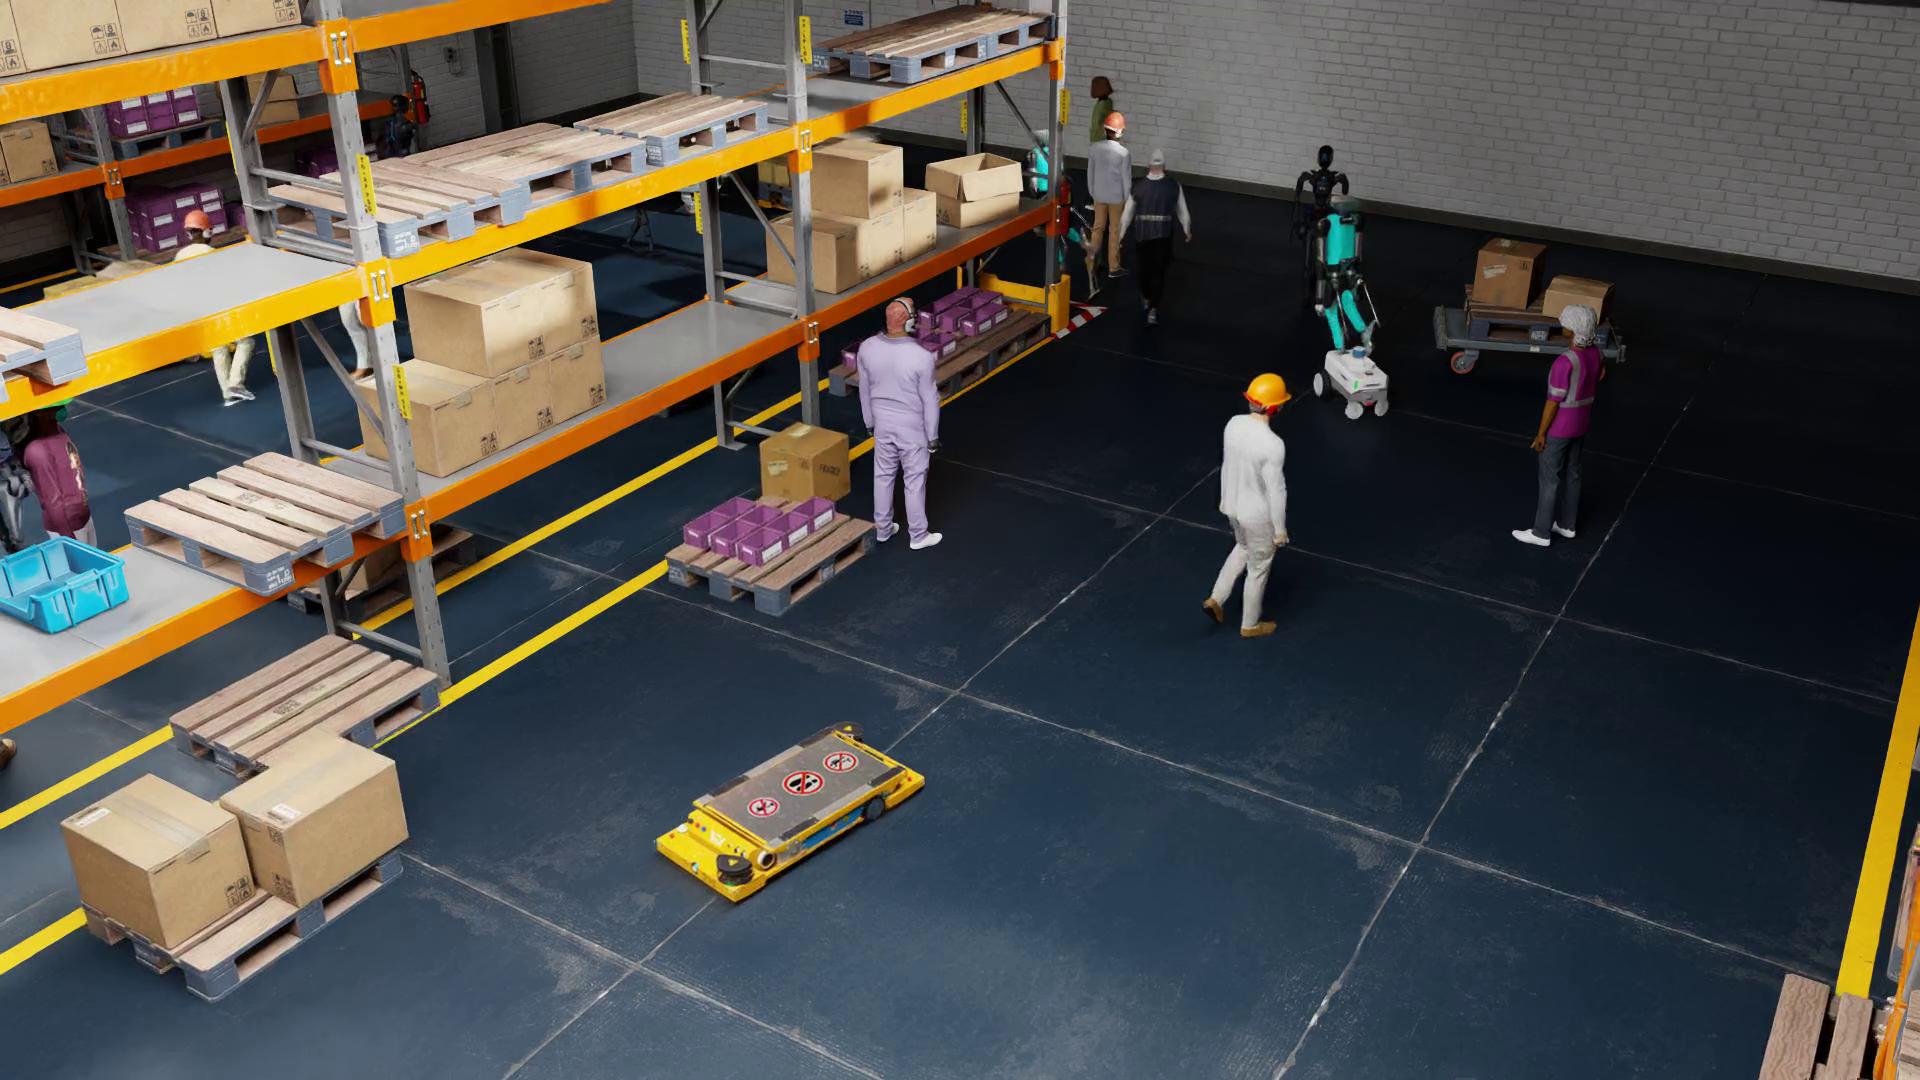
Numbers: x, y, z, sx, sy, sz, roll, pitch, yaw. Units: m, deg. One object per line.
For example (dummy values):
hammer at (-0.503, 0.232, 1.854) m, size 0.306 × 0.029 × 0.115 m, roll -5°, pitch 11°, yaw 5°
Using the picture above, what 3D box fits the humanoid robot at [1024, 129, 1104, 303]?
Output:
humanoid robot at (1.138, -3.266, 17.016) m, size 1.007 × 1.754 × 0.542 m, roll 21°, pitch 34°, yaw 35°

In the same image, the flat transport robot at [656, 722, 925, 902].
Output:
flat transport robot at (-0.924, 1.483, 9.275) m, size 0.659 × 0.231 × 1.431 m, roll 23°, pitch 35°, yaw 37°

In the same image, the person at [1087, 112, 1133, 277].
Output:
person at (1.624, -3.706, 17.860) m, size 0.571 × 1.748 × 0.334 m, roll 23°, pitch 35°, yaw 38°

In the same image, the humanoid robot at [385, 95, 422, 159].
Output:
humanoid robot at (-6.432, -4.311, 19.210) m, size 0.612 × 1.644 × 0.782 m, roll 16°, pitch 31°, yaw 28°

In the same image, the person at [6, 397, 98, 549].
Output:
person at (-5.679, -0.123, 10.582) m, size 0.420 × 1.950 × 0.498 m, roll -7°, pitch 28°, yaw -14°

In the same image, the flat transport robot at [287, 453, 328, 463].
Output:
flat transport robot at (-5.010, -0.308, 12.805) m, size 0.659 × 0.231 × 1.431 m, roll -2°, pitch 27°, yaw -4°

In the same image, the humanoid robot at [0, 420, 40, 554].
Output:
humanoid robot at (-6.666, -0.421, 11.481) m, size 0.623 × 1.633 × 0.397 m, roll -2°, pitch 27°, yaw -5°

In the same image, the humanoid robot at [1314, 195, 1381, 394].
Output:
humanoid robot at (3.475, -2.102, 14.771) m, size 0.564 × 1.830 × 0.741 m, roll -15°, pitch 31°, yaw -27°

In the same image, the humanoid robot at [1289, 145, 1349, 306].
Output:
humanoid robot at (3.708, -3.279, 17.163) m, size 0.596 × 1.647 × 0.745 m, roll 4°, pitch 27°, yaw 9°

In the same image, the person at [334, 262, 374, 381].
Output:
person at (-5.404, -2.321, 14.964) m, size 0.665 × 1.928 × 0.371 m, roll 18°, pitch 32°, yaw 31°

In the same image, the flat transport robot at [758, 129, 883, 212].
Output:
flat transport robot at (-1.717, -4.110, 20.296) m, size 1.431 × 0.231 × 0.659 m, roll 20°, pitch 33°, yaw 34°

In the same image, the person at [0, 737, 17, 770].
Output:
person at (-5.859, 0.526, 9.427) m, size 0.632 × 1.839 × 0.429 m, roll -8°, pitch 28°, yaw -15°

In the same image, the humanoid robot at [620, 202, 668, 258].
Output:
humanoid robot at (-3.590, -4.004, 18.575) m, size 0.580 × 1.639 × 0.612 m, roll 1°, pitch 27°, yaw 2°

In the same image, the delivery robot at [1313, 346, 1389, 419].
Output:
delivery robot at (3.493, -1.424, 14.672) m, size 0.518 × 0.580 × 0.744 m, roll -5°, pitch 27°, yaw -9°

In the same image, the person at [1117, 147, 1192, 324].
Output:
person at (1.935, -3.046, 16.600) m, size 0.735 × 1.726 × 0.833 m, roll 6°, pitch 28°, yaw 12°

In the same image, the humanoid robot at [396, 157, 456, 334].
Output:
humanoid robot at (-5.165, -2.951, 16.429) m, size 0.558 × 1.774 × 0.844 m, roll 20°, pitch 33°, yaw 34°

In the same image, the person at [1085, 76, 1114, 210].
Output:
person at (1.675, -4.801, 20.165) m, size 0.346 × 1.621 × 0.497 m, roll 10°, pitch 29°, yaw 19°

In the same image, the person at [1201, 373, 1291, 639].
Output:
person at (1.902, -0.206, 10.823) m, size 0.468 × 1.880 × 0.607 m, roll -16°, pitch 31°, yaw -28°

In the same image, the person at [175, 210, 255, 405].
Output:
person at (-6.479, -2.019, 14.563) m, size 0.601 × 1.718 × 0.383 m, roll 12°, pitch 29°, yaw 22°

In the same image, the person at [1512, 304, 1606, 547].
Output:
person at (4.406, -0.835, 12.108) m, size 0.520 × 1.840 × 0.316 m, roll -17°, pitch 31°, yaw -30°

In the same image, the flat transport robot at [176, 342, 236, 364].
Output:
flat transport robot at (-7.693, -1.791, 15.726) m, size 1.431 × 0.231 × 0.659 m, roll -20°, pitch 33°, yaw -34°

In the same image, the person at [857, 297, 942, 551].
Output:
person at (-0.411, -0.834, 12.034) m, size 0.642 × 1.907 × 0.412 m, roll 14°, pitch 30°, yaw 26°
